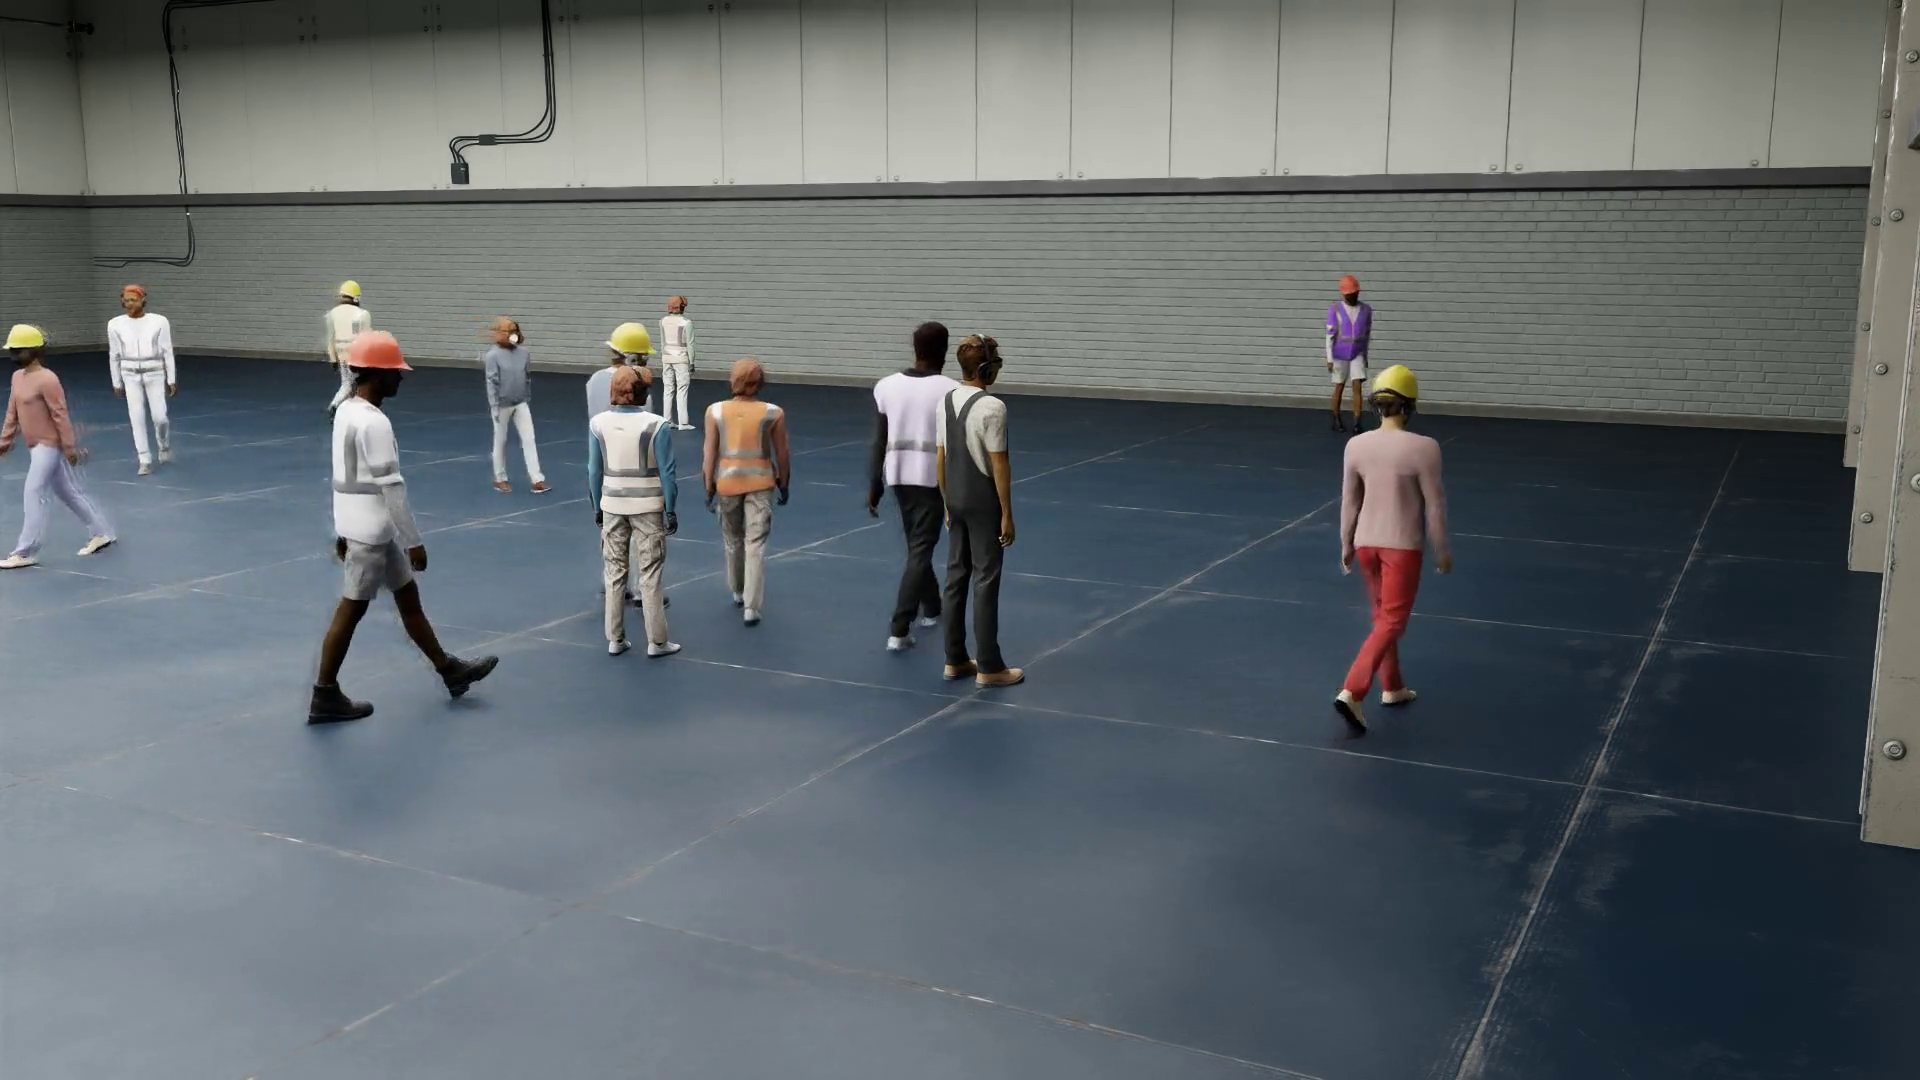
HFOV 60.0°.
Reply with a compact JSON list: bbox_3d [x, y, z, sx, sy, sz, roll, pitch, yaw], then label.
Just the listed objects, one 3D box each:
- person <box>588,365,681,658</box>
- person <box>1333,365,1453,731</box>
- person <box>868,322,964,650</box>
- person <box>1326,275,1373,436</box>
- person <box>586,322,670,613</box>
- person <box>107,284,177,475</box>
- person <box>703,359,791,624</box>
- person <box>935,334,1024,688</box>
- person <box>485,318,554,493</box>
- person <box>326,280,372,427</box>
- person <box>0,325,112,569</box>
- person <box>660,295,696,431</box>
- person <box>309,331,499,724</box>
[{"bbox_3d":[-1.817,-0.153,9.280,0.522,1.636,0.310,3,11,16],"label":"person"},{"bbox_3d":[2.042,0.026,8.024,0.838,1.735,0.525,-8,13,-39],"label":"person"},{"bbox_3d":[-0.208,-0.329,9.669,0.603,1.862,1.020,5,11,24],"label":"person"},{"bbox_3d":[4.586,-2.168,19.583,0.572,1.874,0.970,0,10,-1],"label":"person"},{"bbox_3d":[-2.059,-0.437,10.336,0.428,1.821,0.606,-9,14,-42],"label":"person"},{"bbox_3d":[-8.074,-1.588,16.454,0.596,1.871,0.484,-3,11,-17],"label":"person"},{"bbox_3d":[-1.311,-0.317,10.286,0.520,1.590,0.830,1,10,4],"label":"person"},{"bbox_3d":[0.091,-0.150,8.695,0.344,1.847,0.504,-10,14,-42],"label":"person"},{"bbox_3d":[-4.024,-1.199,15.078,0.812,1.591,0.518,9,14,41],"label":"person"},{"bbox_3d":[-7.325,-2.203,19.980,0.598,1.814,0.673,3,11,16],"label":"person"},{"bbox_3d":[-6.582,-0.688,11.979,0.527,1.730,0.892,8,13,39],"label":"person"},{"bbox_3d":[-3.418,-2.138,20.129,0.508,1.629,0.317,6,12,29],"label":"person"},{"bbox_3d":[-2.759,-0.067,8.116,0.985,1.881,0.571,-6,12,-29],"label":"person"}]
